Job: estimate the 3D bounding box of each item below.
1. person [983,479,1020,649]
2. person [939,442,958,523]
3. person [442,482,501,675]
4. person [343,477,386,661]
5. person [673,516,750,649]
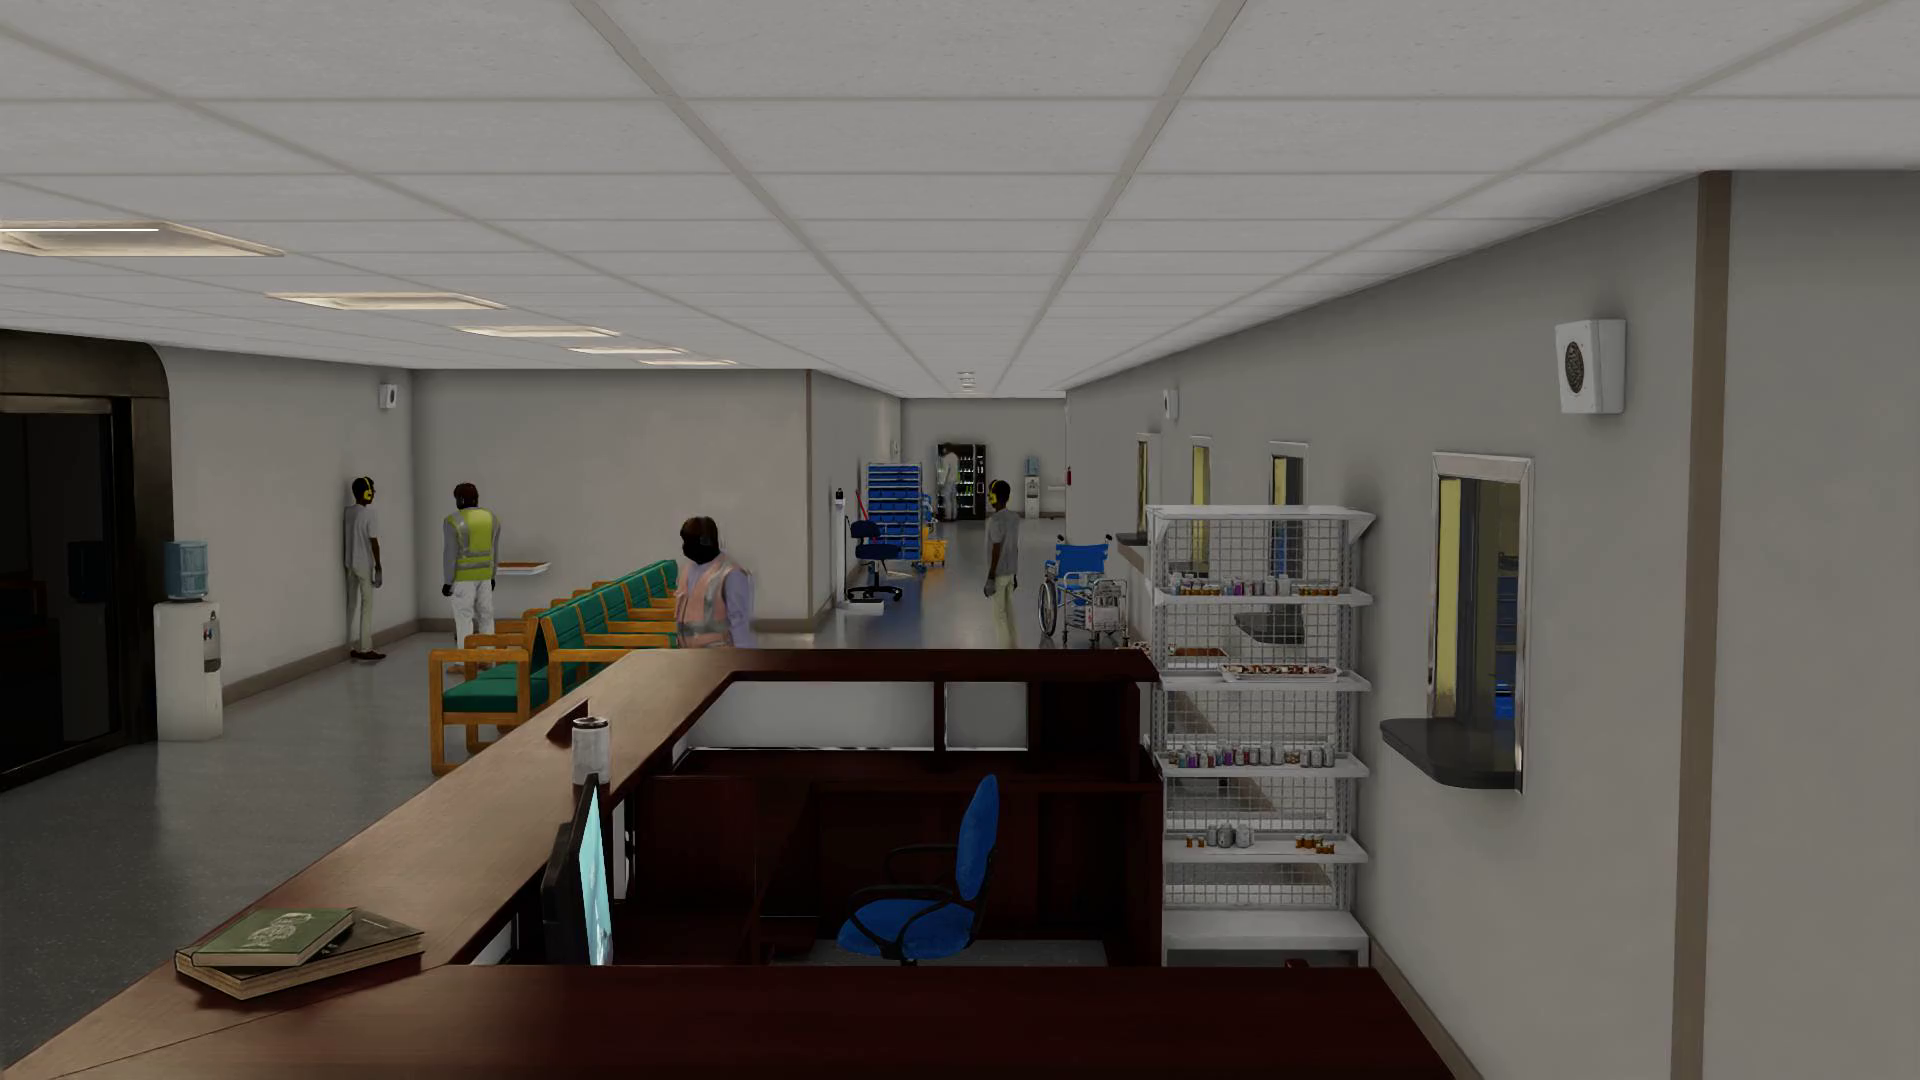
[{"bbox_3d":[0.389,0.354,15.946,0.312,1.863,0.535,2,5,30],"label":"person"},{"bbox_3d":[-0.251,-1.358,39.606,0.365,1.928,0.674,2,5,26],"label":"person"},{"bbox_3d":[-4.703,0.369,15.925,0.429,1.840,0.624,3,5,35],"label":"person"},{"bbox_3d":[-6.074,0.293,16.848,0.524,1.863,0.324,2,4,24],"label":"person"},{"bbox_3d":[-1.552,0.751,10.672,0.684,1.823,0.546,4,6,43],"label":"person"}]
